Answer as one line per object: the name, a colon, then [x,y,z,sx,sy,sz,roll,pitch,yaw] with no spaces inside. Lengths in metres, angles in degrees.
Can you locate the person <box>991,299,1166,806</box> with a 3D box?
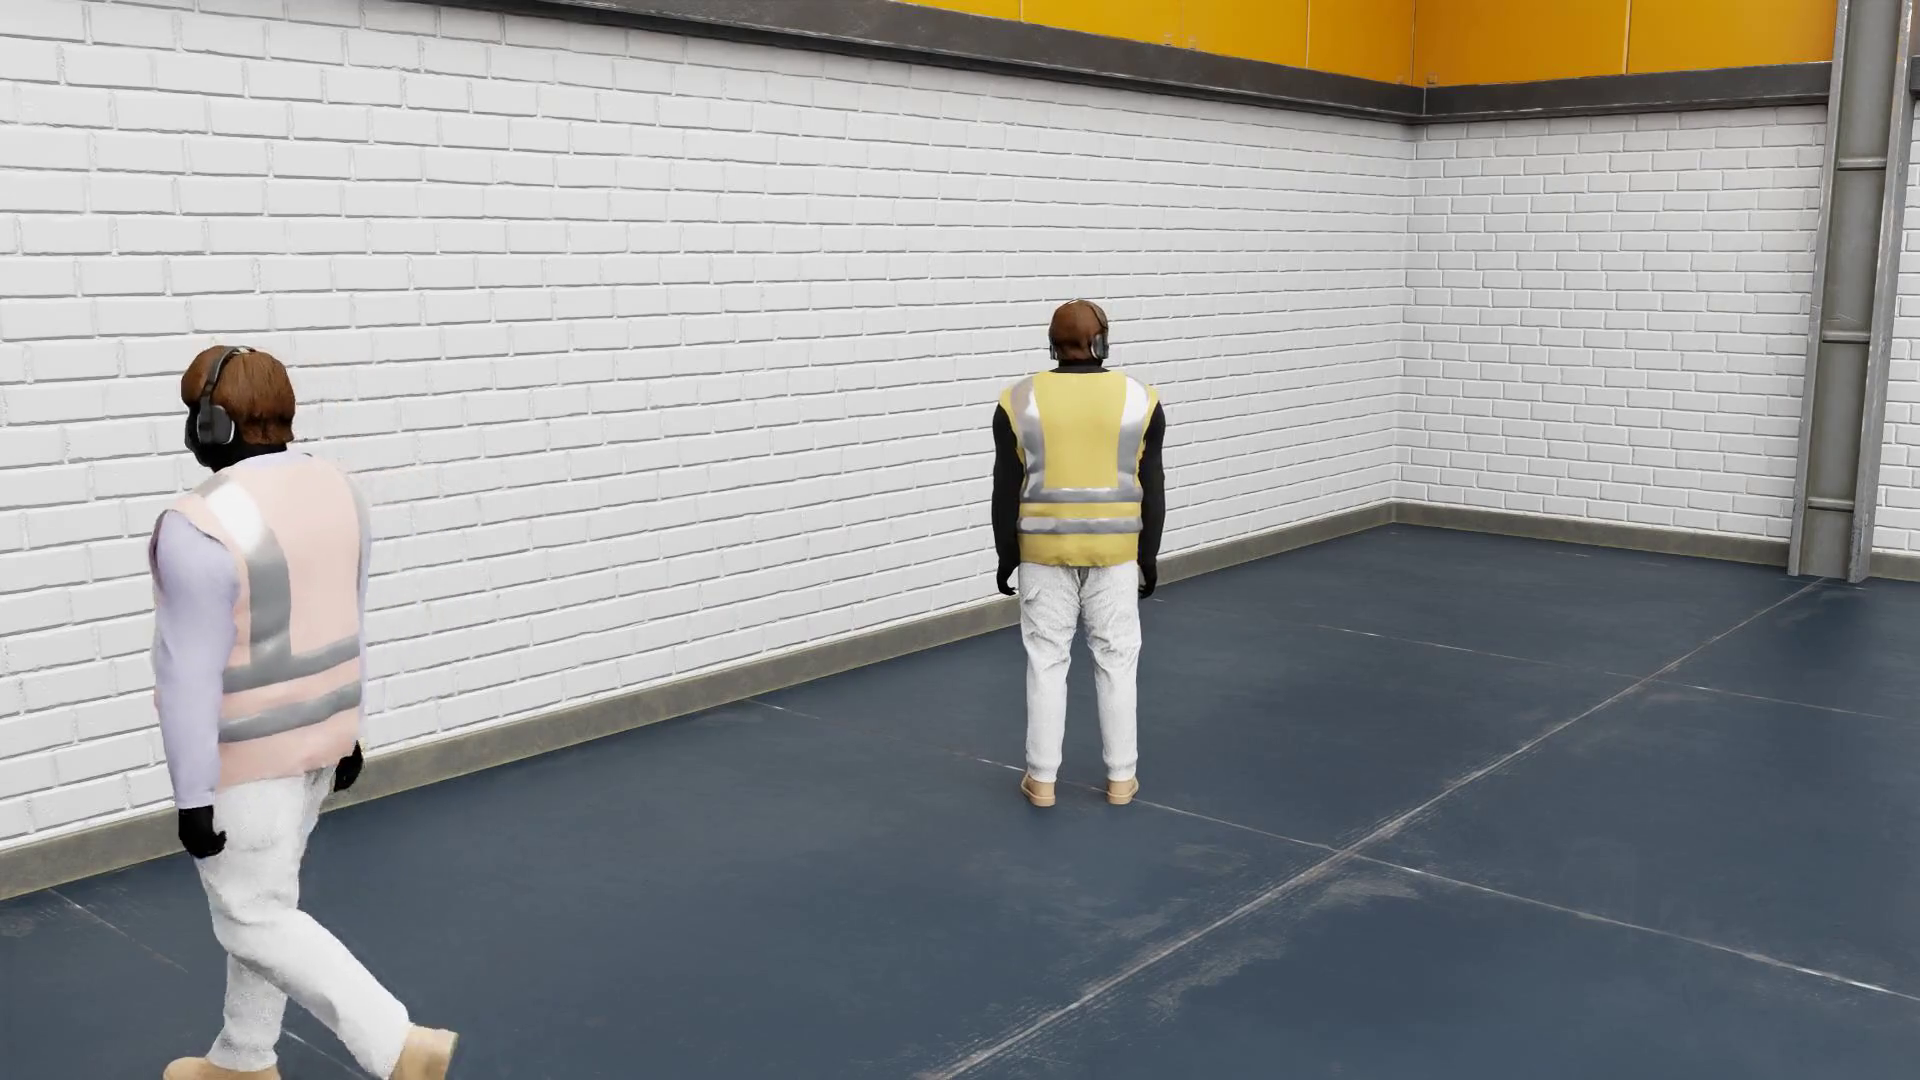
person: [0.425,0.056,6.040,0.625,1.840,0.430,0,10,0]

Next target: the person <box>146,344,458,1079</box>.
person: [-1.519,0.472,3.752,0.799,1.821,0.627,2,10,12]
